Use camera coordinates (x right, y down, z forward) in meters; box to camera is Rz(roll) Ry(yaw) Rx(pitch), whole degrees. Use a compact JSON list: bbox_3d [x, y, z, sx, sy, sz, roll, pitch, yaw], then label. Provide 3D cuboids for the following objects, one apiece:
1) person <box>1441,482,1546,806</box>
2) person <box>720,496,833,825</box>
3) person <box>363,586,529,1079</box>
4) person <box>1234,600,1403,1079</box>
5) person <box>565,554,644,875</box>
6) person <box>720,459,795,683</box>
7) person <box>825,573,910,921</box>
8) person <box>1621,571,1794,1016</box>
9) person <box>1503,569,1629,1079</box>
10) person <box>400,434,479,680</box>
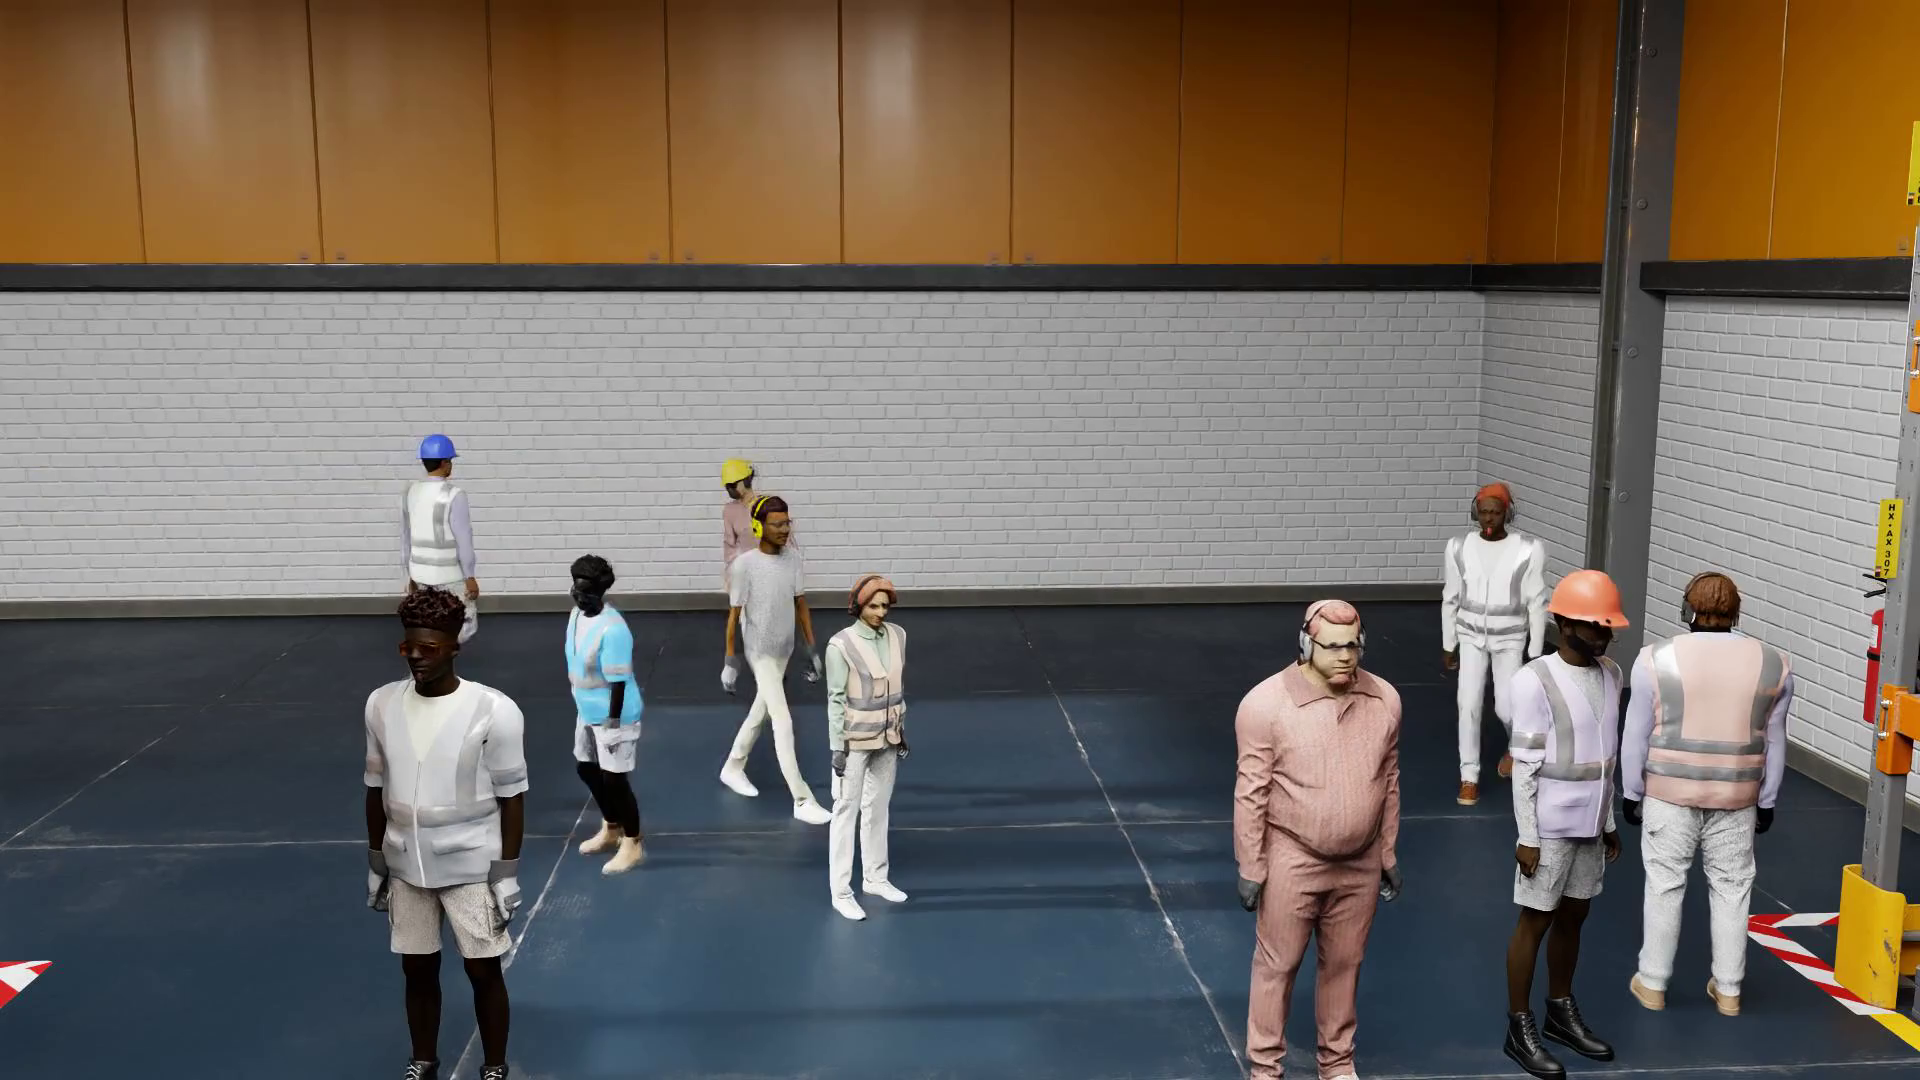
[{"bbox_3d":[3.093,0.580,9.618,0.584,1.869,0.582,6,11,32],"label":"person"},{"bbox_3d":[-1.077,0.640,9.422,1.021,1.822,0.526,7,12,39],"label":"person"},{"bbox_3d":[-1.815,1.131,5.843,0.607,1.966,0.367,2,9,10],"label":"person"},{"bbox_3d":[1.297,1.147,5.945,0.652,1.904,0.403,-2,9,-15],"label":"person"},{"bbox_3d":[-1.783,0.874,8.371,0.408,1.662,0.553,-7,12,-38],"label":"person"},{"bbox_3d":[-1.459,0.248,12.175,0.548,1.707,0.626,6,11,34],"label":"person"},{"bbox_3d":[-0.434,0.965,7.916,0.315,1.638,0.517,8,12,40],"label":"person"},{"bbox_3d":[3.044,1.040,6.848,0.630,1.835,0.430,2,9,10],"label":"person"},{"bbox_3d":[2.326,1.066,6.343,0.544,1.938,0.355,-6,11,-32],"label":"person"},{"bbox_3d":[-3.664,0.230,11.607,0.621,1.932,0.552,6,11,32],"label":"person"}]
